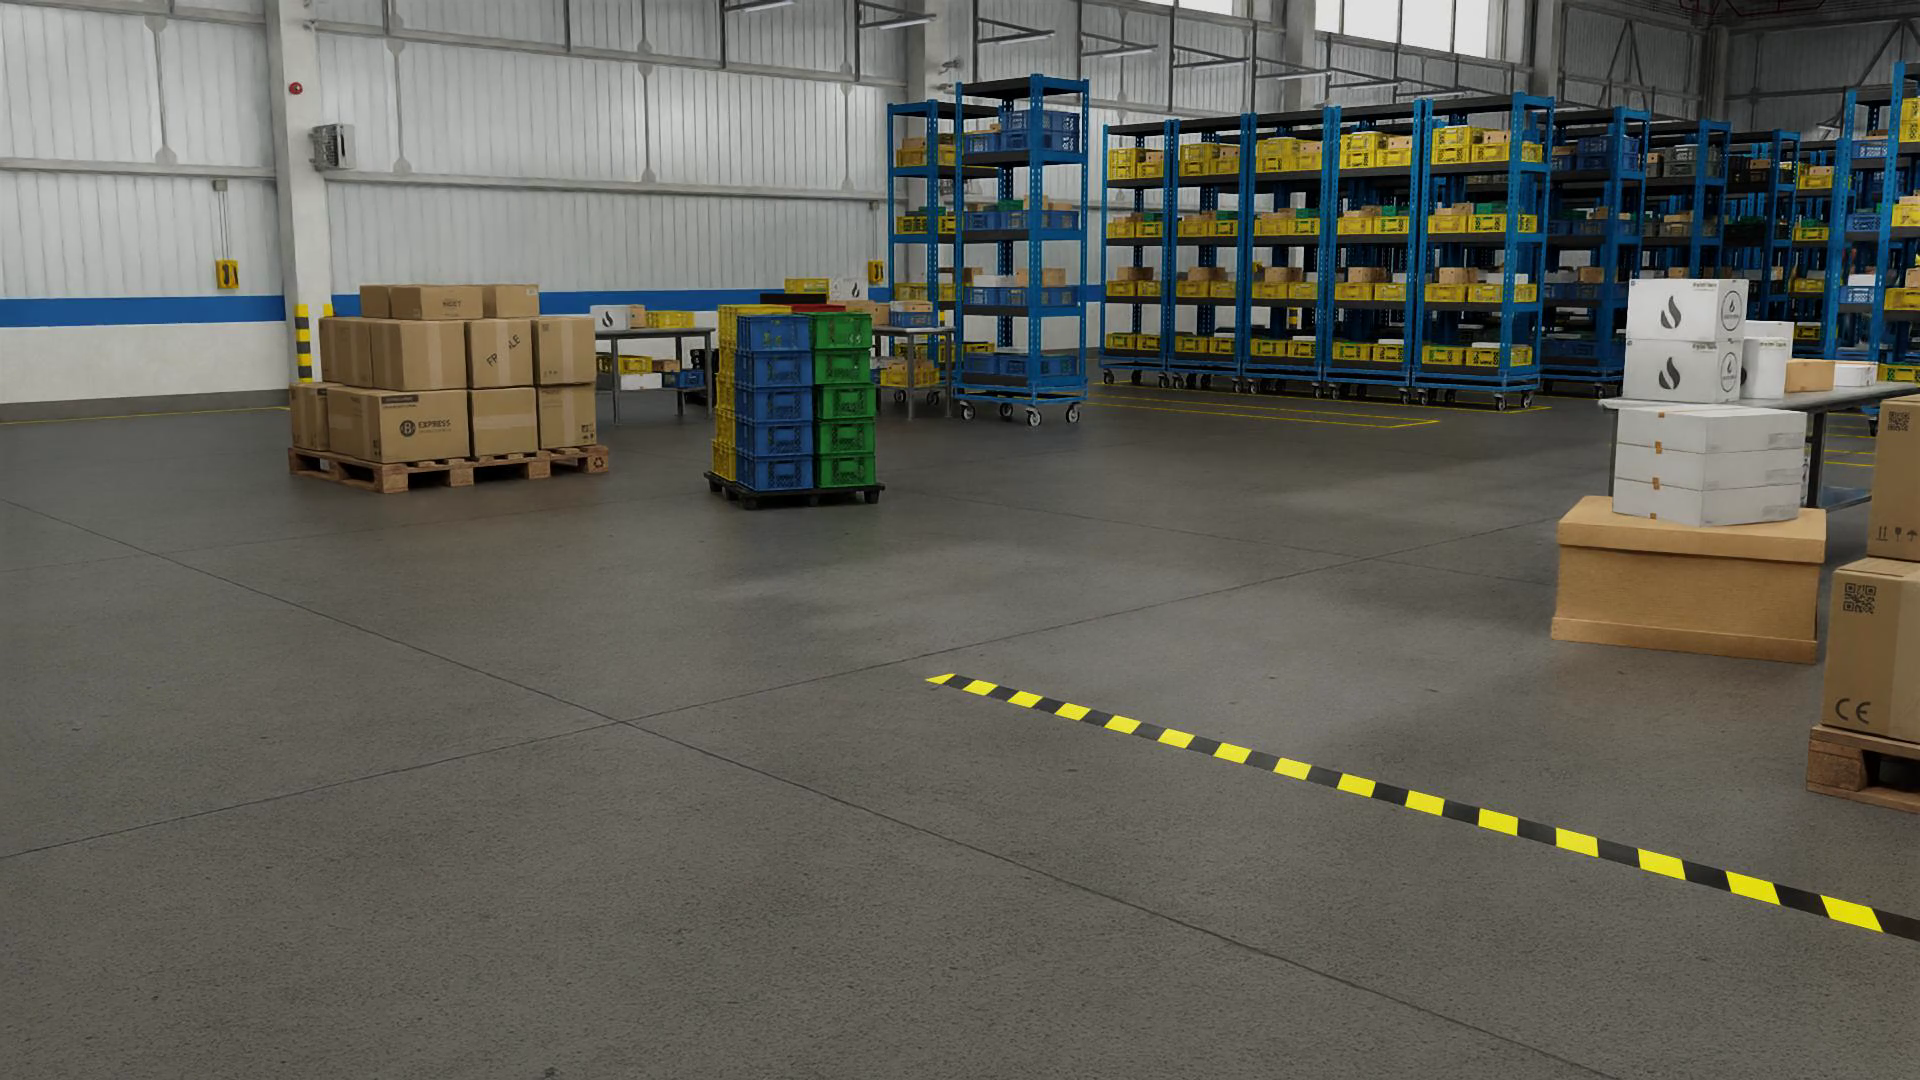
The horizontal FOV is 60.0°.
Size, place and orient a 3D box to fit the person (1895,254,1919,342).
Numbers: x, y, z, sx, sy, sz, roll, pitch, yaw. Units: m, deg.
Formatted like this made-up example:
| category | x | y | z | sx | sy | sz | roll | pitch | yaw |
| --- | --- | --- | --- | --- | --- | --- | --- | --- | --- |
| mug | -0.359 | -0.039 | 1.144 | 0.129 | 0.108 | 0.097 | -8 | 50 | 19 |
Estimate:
| category | x | y | z | sx | sy | sz | roll | pitch | yaw |
| --- | --- | --- | --- | --- | --- | --- | --- | --- | --- |
| person | 13.692 | -3.209 | 24.052 | 0.403 | 1.833 | 0.591 | 5 | 11 | 27 |

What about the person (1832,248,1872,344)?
| category | x | y | z | sx | sy | sz | roll | pitch | yaw |
| --- | --- | --- | --- | --- | --- | --- | --- | --- | --- |
| person | 14.369 | -3.728 | 26.874 | 0.673 | 1.935 | 0.851 | -2 | 10 | -10 |

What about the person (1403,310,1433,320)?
| category | x | y | z | sx | sy | sz | roll | pitch | yaw |
| --- | --- | --- | --- | --- | --- | --- | --- | --- | --- |
| person | 8.946 | -4.615 | 32.479 | 0.571 | 1.840 | 0.373 | 1 | 9 | 6 |
